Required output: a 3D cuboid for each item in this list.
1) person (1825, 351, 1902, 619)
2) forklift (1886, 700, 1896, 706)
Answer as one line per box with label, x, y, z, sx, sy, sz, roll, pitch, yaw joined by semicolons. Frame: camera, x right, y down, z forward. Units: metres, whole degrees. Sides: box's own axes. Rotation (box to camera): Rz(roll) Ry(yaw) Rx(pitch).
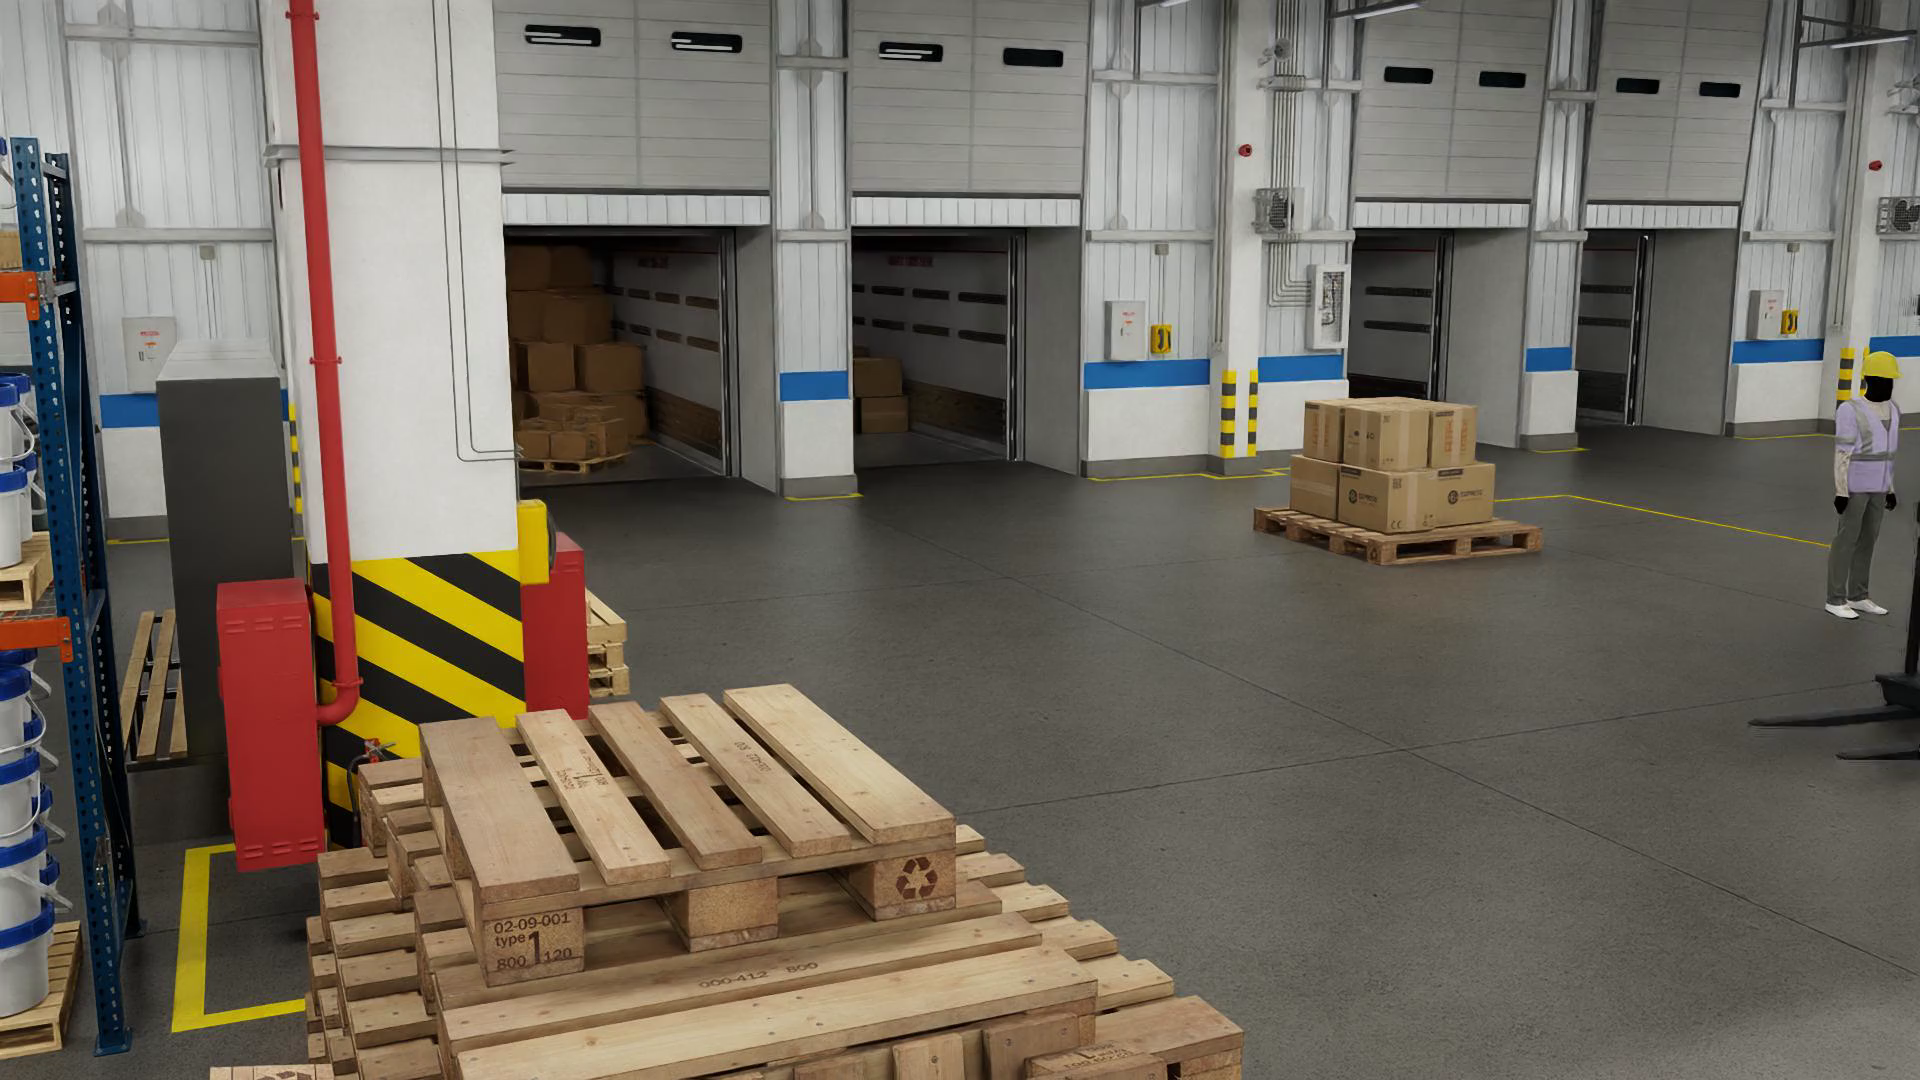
person;6.543;-0.396;11.996;0.594;1.926;0.367;-5;11;-25
forklift;6.358;-0.334;9.026;1.873;2.768;1.129;-3;11;-16
